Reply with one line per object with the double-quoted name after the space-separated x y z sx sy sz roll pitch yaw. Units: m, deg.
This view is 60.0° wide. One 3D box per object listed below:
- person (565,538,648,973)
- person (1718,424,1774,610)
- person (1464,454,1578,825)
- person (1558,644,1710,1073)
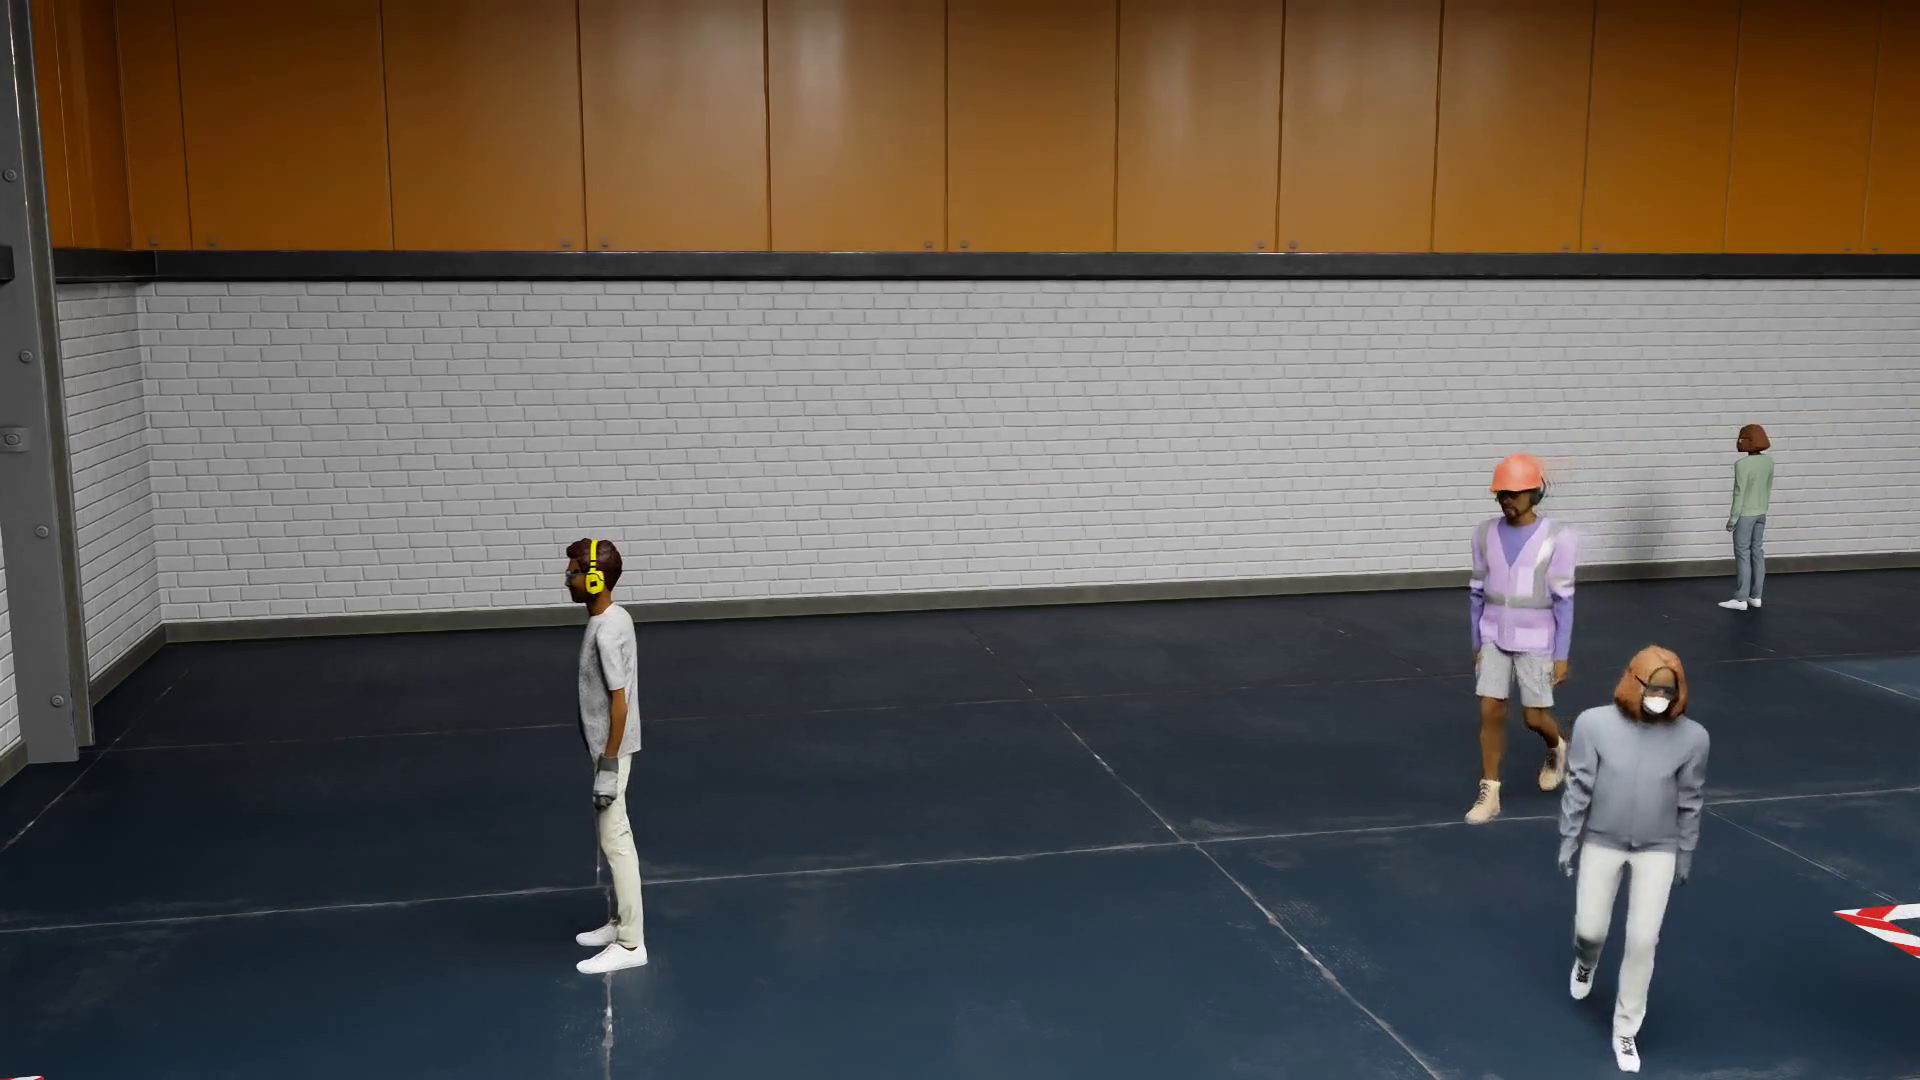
-1.523 0.915 7.123 0.312 1.869 0.536 -2 10 -11 "person"
6.939 -0.201 14.641 0.507 1.632 0.276 -6 11 -32 "person"
3.090 0.521 9.084 0.620 2.020 0.790 9 13 43 "person"
2.556 1.163 6.363 0.514 1.612 0.535 3 10 16 "person"
